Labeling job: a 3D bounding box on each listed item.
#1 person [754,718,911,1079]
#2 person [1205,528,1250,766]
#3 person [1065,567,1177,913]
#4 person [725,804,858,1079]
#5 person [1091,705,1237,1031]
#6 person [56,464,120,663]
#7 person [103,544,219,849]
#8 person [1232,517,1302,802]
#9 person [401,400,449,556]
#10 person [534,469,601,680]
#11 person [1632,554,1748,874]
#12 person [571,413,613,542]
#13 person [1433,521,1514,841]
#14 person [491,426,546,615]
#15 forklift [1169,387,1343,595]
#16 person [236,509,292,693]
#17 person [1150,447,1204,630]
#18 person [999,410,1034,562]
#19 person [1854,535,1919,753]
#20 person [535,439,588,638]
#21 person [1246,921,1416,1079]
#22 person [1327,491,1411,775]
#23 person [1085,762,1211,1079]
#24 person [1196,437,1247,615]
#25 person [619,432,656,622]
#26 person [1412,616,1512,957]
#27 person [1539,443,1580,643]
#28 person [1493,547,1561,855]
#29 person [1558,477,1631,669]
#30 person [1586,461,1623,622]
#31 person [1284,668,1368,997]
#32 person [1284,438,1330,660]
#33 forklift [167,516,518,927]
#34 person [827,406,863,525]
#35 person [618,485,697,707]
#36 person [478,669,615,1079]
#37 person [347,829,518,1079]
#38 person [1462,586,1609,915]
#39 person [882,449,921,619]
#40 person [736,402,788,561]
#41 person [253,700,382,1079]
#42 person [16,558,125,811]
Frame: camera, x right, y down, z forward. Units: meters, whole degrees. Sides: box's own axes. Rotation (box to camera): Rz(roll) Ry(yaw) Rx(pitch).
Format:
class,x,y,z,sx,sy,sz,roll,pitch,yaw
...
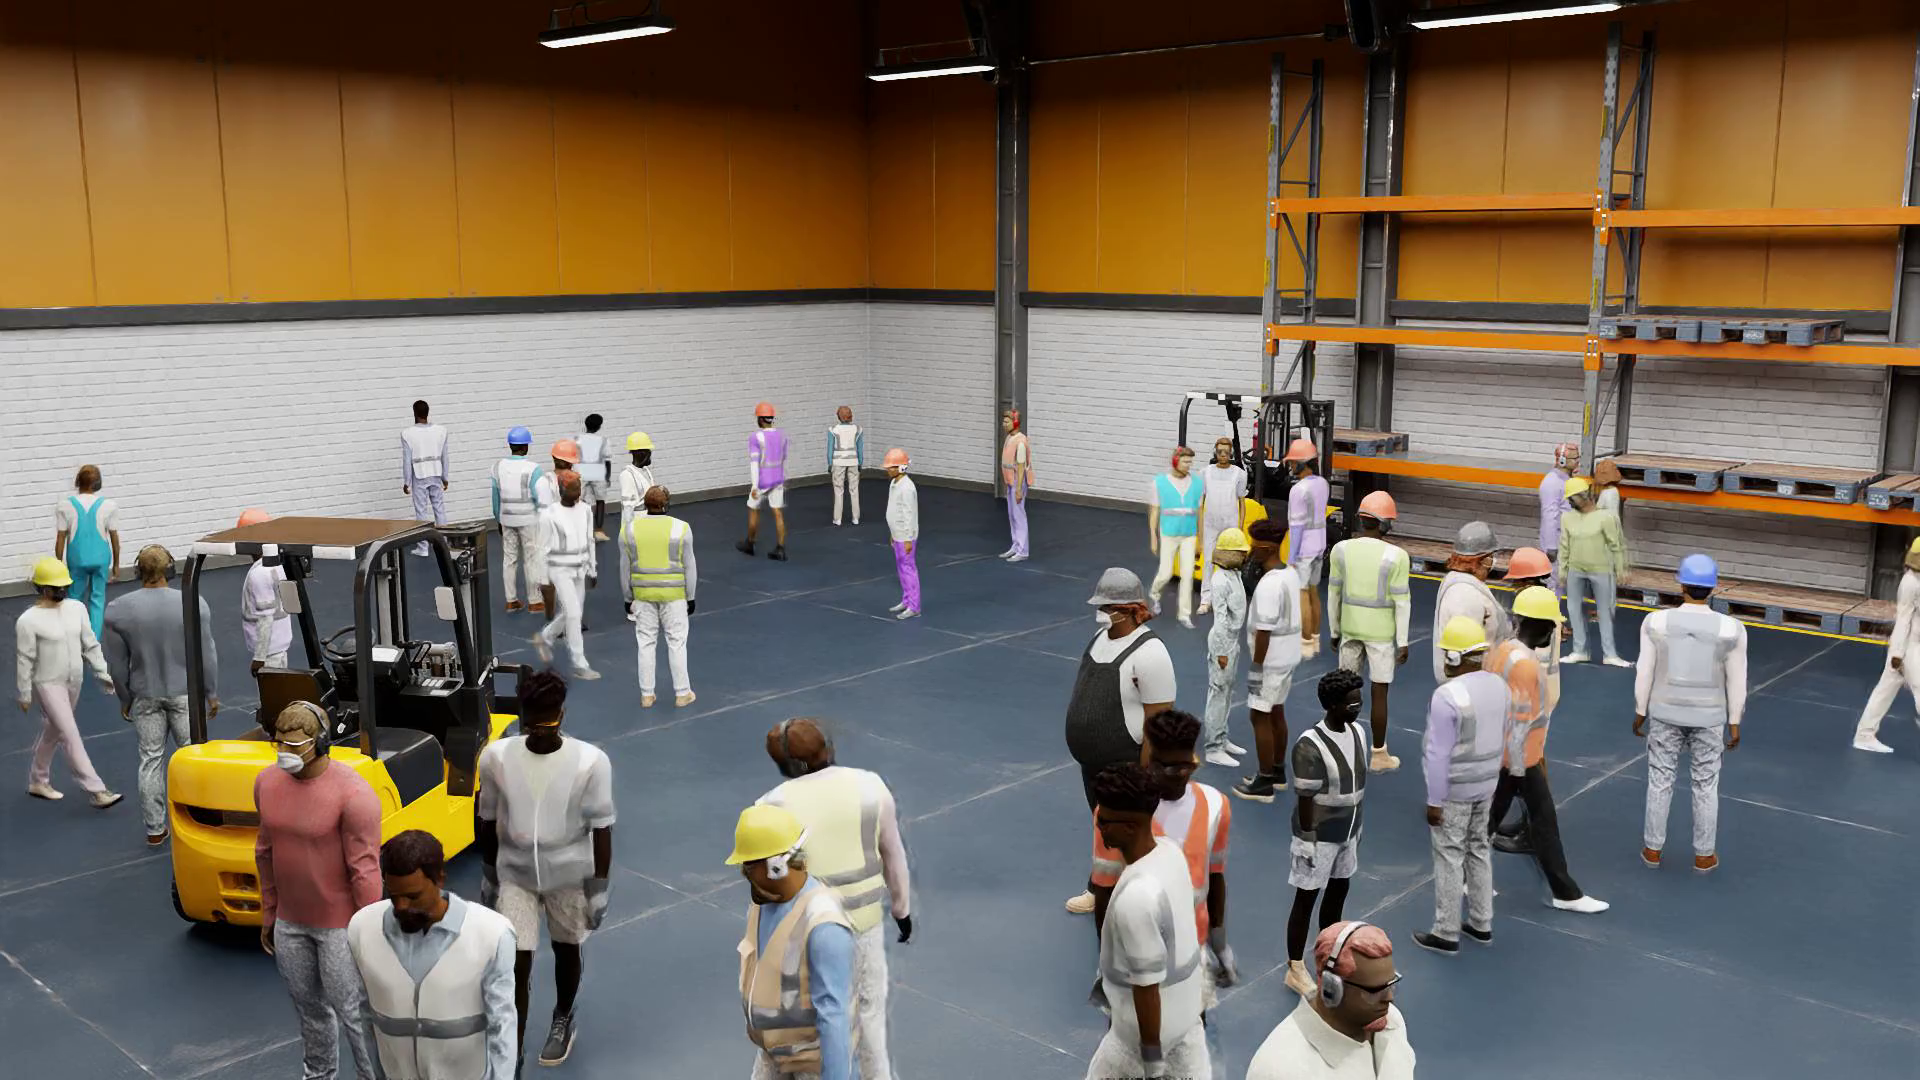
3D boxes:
class,x,y,z,sx,sy,sz,roll,pitch,yaw
person,-0.515,1.634,7.140,0.764,1.814,0.431,-3,10,-18
person,1.974,0.771,12.201,0.295,1.744,0.490,4,11,19
person,0.844,1.152,9.184,0.538,2.000,0.684,-5,11,-27
person,-0.580,1.833,6.011,0.433,1.798,0.664,-7,12,-35
person,0.823,1.615,6.780,0.621,1.963,0.372,-4,11,-20
person,-7.905,0.224,15.097,0.554,1.818,0.452,-5,11,-28
person,-4.988,0.980,10.455,0.631,1.940,0.372,-2,10,-12
person,2.123,0.809,11.375,0.405,1.956,0.633,5,11,24
person,-6.556,-0.762,20.429,0.593,1.921,0.391,-9,13,-41
person,-3.514,0.279,14.711,0.844,1.857,0.583,6,12,33
person,4.400,1.048,10.048,0.630,1.943,0.408,5,11,25
person,-4.773,-0.780,21.279,0.658,1.668,0.312,-4,11,-21
person,3.318,0.886,10.699,0.539,2.000,0.688,2,10,9
person,-4.520,-0.200,17.144,0.614,1.946,0.389,4,11,19
forklift,3.298,-0.608,18.767,1.214,2.155,2.313,9,13,42
person,-4.947,0.739,11.832,0.358,1.938,0.545,-2,10,-13
person,2.153,-0.040,16.630,0.574,1.818,0.636,-2,10,-12
person,0.689,-0.652,20.055,0.389,1.837,0.560,-2,10,-11
person,7.069,0.791,12.187,0.875,1.699,0.508,8,13,38
person,-3.858,-0.025,16.211,0.383,1.927,0.543,6,11,29
person,1.090,1.998,4.754,0.650,1.907,0.409,-9,14,-43
person,2.959,0.658,11.992,0.615,2.040,0.391,8,13,38
person,0.692,1.749,6.202,1.047,1.910,0.612,5,11,26
person,2.677,-0.136,17.074,0.506,1.847,0.345,3,10,17
person,-3.228,-0.134,16.822,0.364,1.930,0.588,1,10,8
person,2.683,1.309,8.924,0.603,1.824,0.404,-8,13,-37
person,5.803,0.014,16.042,0.405,1.911,0.636,7,12,34
person,3.538,0.999,10.378,0.374,1.929,0.542,4,11,23
person,5.711,0.303,14.931,0.696,1.719,0.386,9,13,41
person,6.525,0.013,16.832,0.281,1.631,0.504,3,10,18
person,1.862,1.467,8.396,0.535,1.694,0.320,-9,13,-40
person,3.151,0.082,15.285,0.403,2.041,0.611,7,12,36
forklift,-3.583,0.976,9.748,1.214,2.155,2.313,2,10,11
person,-1.560,-1.011,22.672,0.508,1.629,0.317,-4,11,-21
person,-2.468,0.461,13.685,0.624,1.845,0.430,1,10,4
person,-1.856,1.532,7.366,0.632,1.914,0.959,-1,10,-4
person,-1.774,1.850,5.671,0.599,1.890,0.512,0,10,-1
person,3.232,1.182,9.480,0.896,1.878,0.600,1,10,8
person,-0.612,-0.071,17.023,0.378,1.740,0.577,-3,10,-14
person,-2.411,-0.726,20.253,0.577,1.901,0.917,-8,13,-40
person,-2.675,1.599,6.978,0.624,1.932,0.373,4,11,24
person,-6.000,0.965,11.169,0.954,1.709,0.527,3,10,18
